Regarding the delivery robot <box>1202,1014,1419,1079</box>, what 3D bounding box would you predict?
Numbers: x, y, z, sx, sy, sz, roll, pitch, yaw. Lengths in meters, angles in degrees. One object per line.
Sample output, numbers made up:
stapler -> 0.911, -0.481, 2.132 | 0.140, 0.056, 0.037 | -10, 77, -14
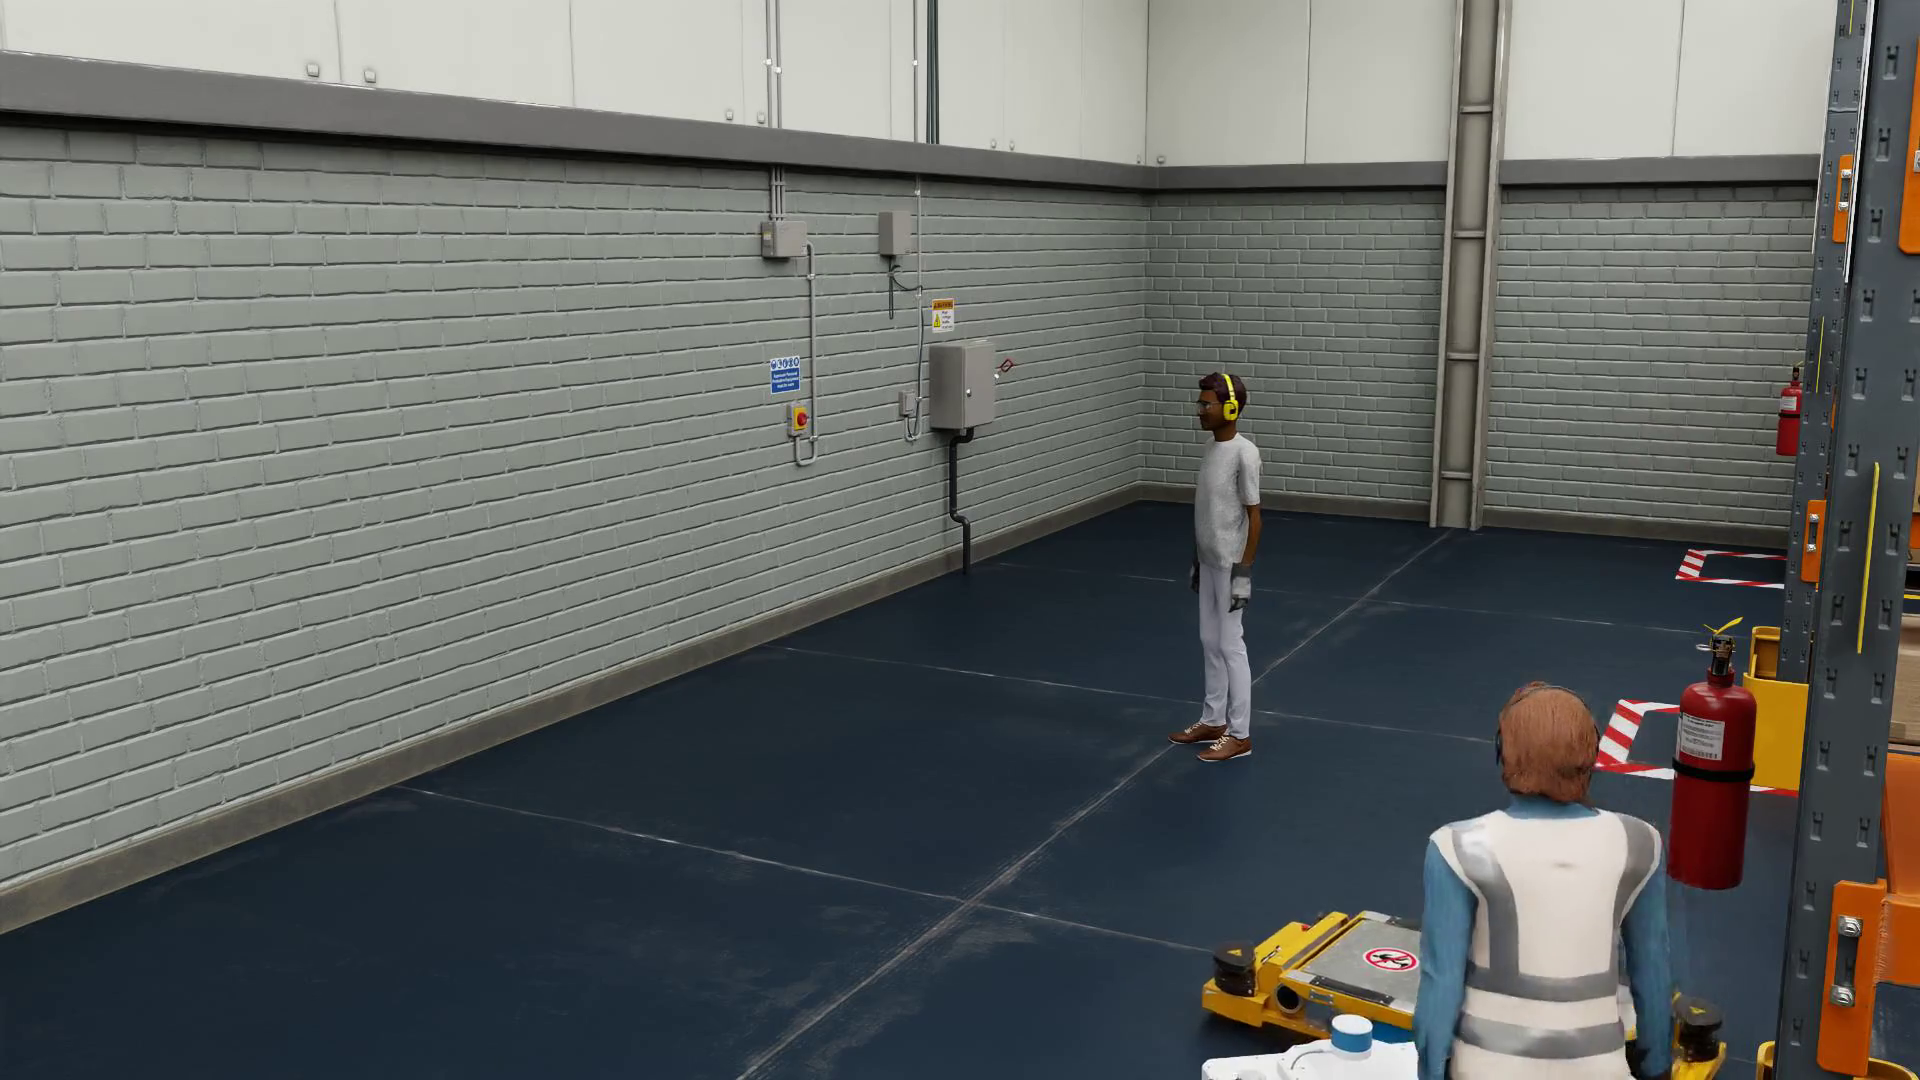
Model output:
delivery robot -> 0.976, 1.440, 4.188 | 0.707, 0.478, 0.477 | -2, 10, -9

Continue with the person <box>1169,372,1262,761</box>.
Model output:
person -> 1.248, 0.128, 8.014 | 0.315, 1.870, 0.533 | -3, 11, -18

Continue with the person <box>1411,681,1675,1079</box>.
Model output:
person -> 1.211, 1.113, 3.345 | 0.545, 1.610, 0.697 | -1, 10, -7

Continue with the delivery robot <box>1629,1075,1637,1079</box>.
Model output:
delivery robot -> 1.561, 1.441, 4.186 | 0.477, 0.478, 0.707 | 1, 10, 5

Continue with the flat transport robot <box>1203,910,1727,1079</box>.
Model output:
flat transport robot -> 1.544, 1.449, 5.170 | 1.431, 0.197, 0.652 | 8, 13, 37
